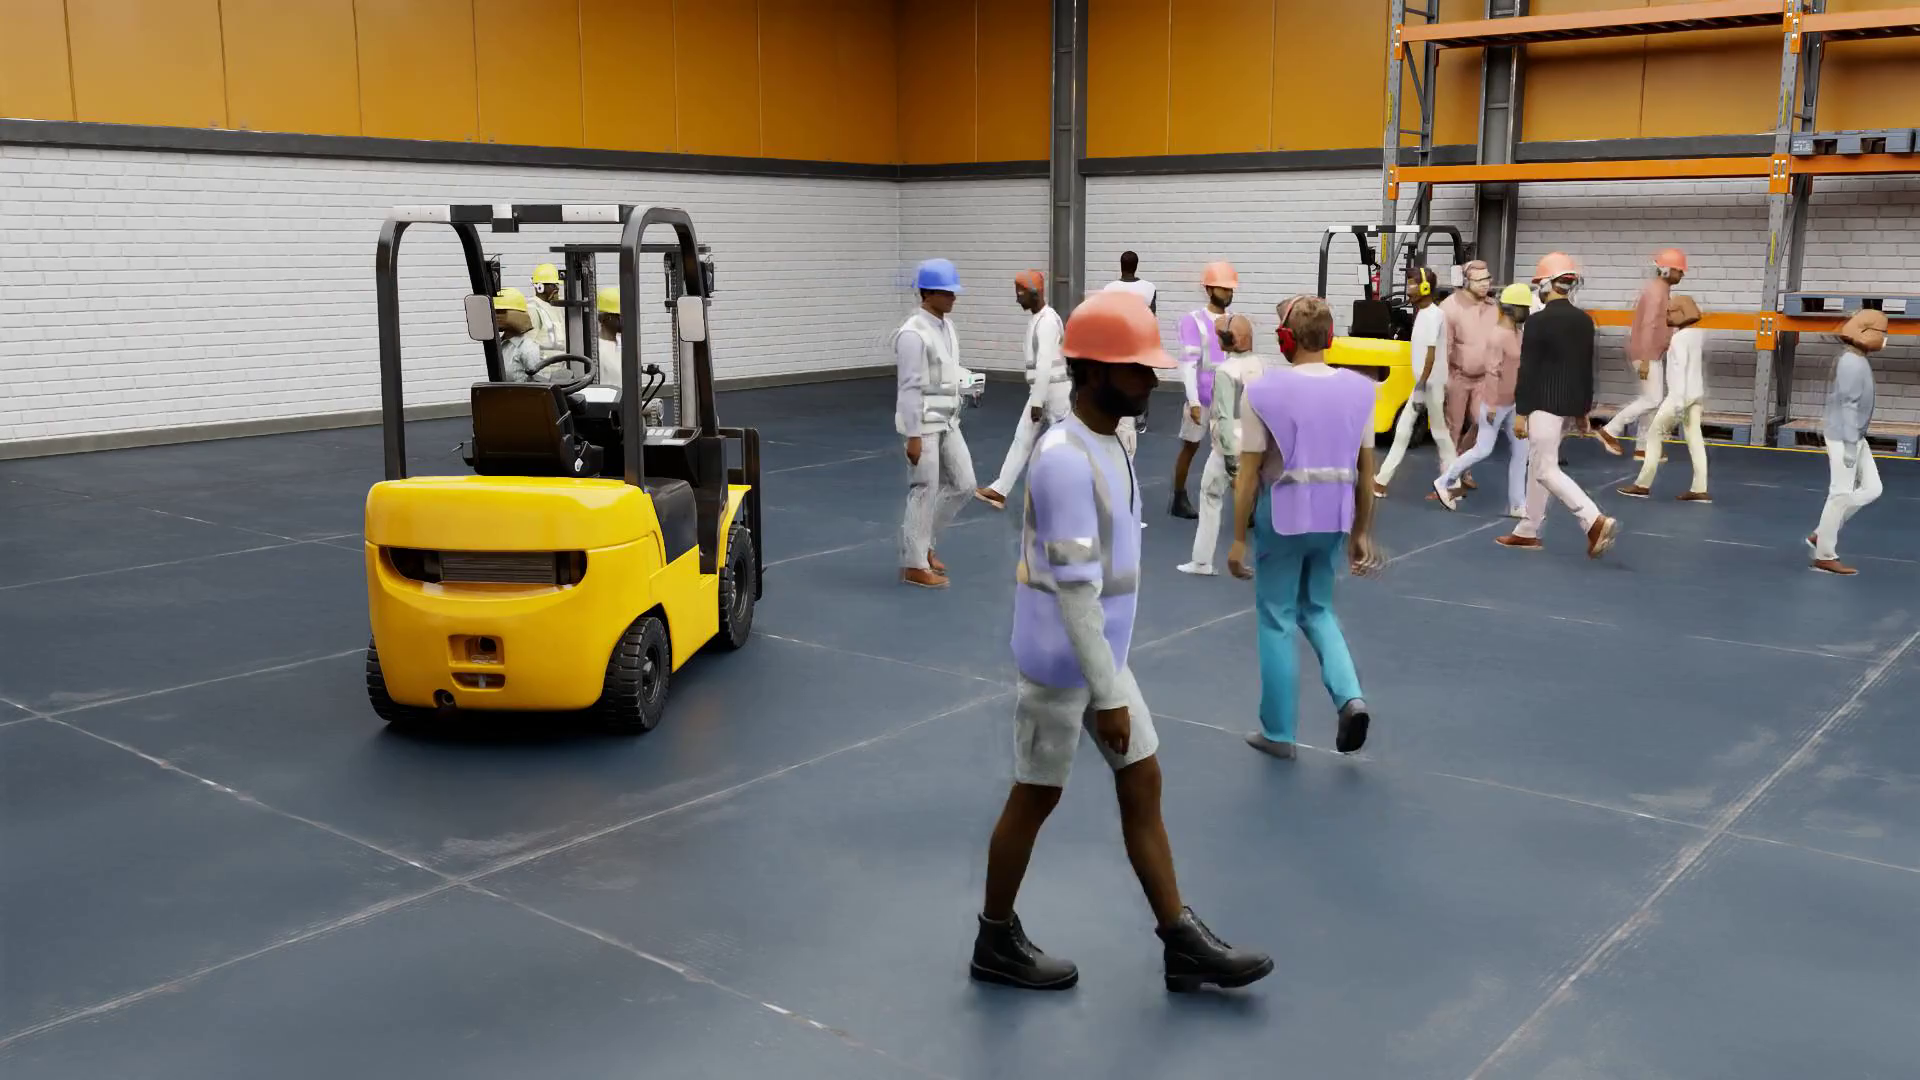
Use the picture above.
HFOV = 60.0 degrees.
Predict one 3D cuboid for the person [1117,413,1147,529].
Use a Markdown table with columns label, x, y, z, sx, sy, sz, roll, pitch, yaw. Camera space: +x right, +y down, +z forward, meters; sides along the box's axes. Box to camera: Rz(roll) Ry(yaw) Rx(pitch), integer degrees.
| label | x | y | z | sx | sy | sz | roll | pitch | yaw |
| --- | --- | --- | --- | --- | --- | --- | --- | --- | --- |
| person | 1.088 | -0.882 | 11.718 | 0.513 | 1.632 | 0.313 | 9 | 14 | 42 |

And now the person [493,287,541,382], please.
| label | x | y | z | sx | sy | sz | roll | pitch | yaw |
| --- | --- | --- | --- | --- | --- | --- | --- | --- | --- |
| person | -2.787 | -0.700 | 10.394 | 0.492 | 1.746 | 0.285 | 10 | 14 | 44 |

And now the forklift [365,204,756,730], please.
| label | x | y | z | sx | sy | sz | roll | pitch | yaw |
| --- | --- | --- | --- | --- | --- | --- | --- | --- | --- |
| forklift | -1.766 | -0.406 | 7.525 | 1.214 | 2.155 | 2.313 | 1 | 10 | 7 |

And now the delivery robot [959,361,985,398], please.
| label | x | y | z | sx | sy | sz | roll | pitch | yaw |
| --- | --- | --- | --- | --- | --- | --- | --- | --- | --- |
| delivery robot | -0.041 | -1.940 | 20.304 | 0.707 | 0.478 | 0.477 | 8 | 13 | 37 |

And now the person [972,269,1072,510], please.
| label | x | y | z | sx | sy | sz | roll | pitch | yaw |
| --- | --- | --- | --- | --- | --- | --- | --- | --- | --- |
| person | 0.592 | -1.107 | 12.452 | 1.021 | 1.812 | 0.649 | -1 | 10 | -7 |

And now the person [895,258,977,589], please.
| label | x | y | z | sx | sy | sz | roll | pitch | yaw |
| --- | --- | --- | --- | --- | --- | --- | --- | --- | --- |
| person | -0.159 | -0.666 | 9.690 | 0.439 | 1.928 | 0.640 | 5 | 11 | 25 |

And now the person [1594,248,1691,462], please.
| label | x | y | z | sx | sy | sz | roll | pitch | yaw |
| --- | --- | --- | --- | --- | --- | --- | --- | --- | --- |
| person | 6.285 | -1.681 | 15.224 | 0.641 | 1.964 | 0.654 | 7 | 12 | 32 |

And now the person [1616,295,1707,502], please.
| label | x | y | z | sx | sy | sz | roll | pitch | yaw |
| --- | --- | --- | --- | --- | --- | --- | --- | --- | --- |
| person | 5.564 | -1.106 | 13.042 | 0.505 | 1.604 | 0.752 | -9 | 14 | -42 |

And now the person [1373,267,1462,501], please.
| label | x | y | z | sx | sy | sz | roll | pitch | yaw |
| --- | --- | --- | --- | --- | --- | --- | --- | --- | --- |
| person | 3.544 | -1.195 | 12.945 | 0.926 | 1.818 | 0.556 | 0 | 10 | 0 |

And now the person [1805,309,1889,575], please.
| label | x | y | z | sx | sy | sz | roll | pitch | yaw |
| --- | --- | --- | --- | --- | --- | --- | --- | --- | --- |
| person | 5.442 | -0.591 | 10.118 | 0.364 | 1.617 | 0.531 | 7 | 12 | 33 |

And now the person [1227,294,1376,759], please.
| label | x | y | z | sx | sy | sz | roll | pitch | yaw |
| --- | --- | --- | --- | --- | --- | --- | --- | --- | --- |
| person | 1.344 | -0.025 | 6.437 | 0.576 | 1.831 | 0.488 | -4 | 11 | -20 |

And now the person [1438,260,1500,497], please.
| label | x | y | z | sx | sy | sz | roll | pitch | yaw |
| --- | --- | --- | --- | --- | --- | --- | --- | --- | --- |
| person | 4.000 | -1.270 | 13.199 | 0.664 | 1.884 | 0.475 | -5 | 11 | -24 |

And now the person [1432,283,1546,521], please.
| label | x | y | z | sx | sy | sz | roll | pitch | yaw |
| --- | --- | --- | --- | --- | --- | --- | --- | --- | --- |
| person | 3.924 | -1.026 | 12.257 | 0.530 | 1.733 | 0.818 | -10 | 14 | -44 |

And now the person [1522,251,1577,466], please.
| label | x | y | z | sx | sy | sz | roll | pitch | yaw |
| --- | --- | --- | --- | --- | --- | --- | --- | --- | --- |
| person | 5.314 | -1.623 | 14.985 | 0.546 | 1.936 | 0.369 | -4 | 11 | -20 |

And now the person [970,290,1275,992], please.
| label | x | y | z | sx | sy | sz | roll | pitch | yaw |
| --- | --- | --- | --- | --- | --- | --- | --- | --- | --- |
| person | 0.422 | 0.313 | 4.347 | 0.912 | 1.897 | 0.569 | 4 | 11 | 20 |

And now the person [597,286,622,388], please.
| label | x | y | z | sx | sy | sz | roll | pitch | yaw |
| --- | --- | --- | --- | --- | --- | --- | --- | --- | --- |
| person | -2.236 | -0.722 | 10.491 | 0.495 | 1.746 | 0.547 | 2 | 10 | 11 |

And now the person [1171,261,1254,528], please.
| label | x | y | z | sx | sy | sz | roll | pitch | yaw |
| --- | --- | --- | --- | --- | --- | --- | --- | --- | --- |
| person | 1.825 | -1.031 | 11.867 | 0.561 | 1.881 | 1.020 | -5 | 11 | -26 |

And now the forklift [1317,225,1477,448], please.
| label | x | y | z | sx | sy | sz | roll | pitch | yaw |
| --- | --- | --- | --- | --- | --- | --- | --- | --- | --- |
| forklift | 4.449 | -2.115 | 16.993 | 1.214 | 2.155 | 2.313 | 8 | 13 | 38 |

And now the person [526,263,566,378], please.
| label | x | y | z | sx | sy | sz | roll | pitch | yaw |
| --- | --- | --- | --- | --- | --- | --- | --- | --- | --- |
| person | -3.709 | -1.564 | 14.972 | 0.403 | 1.826 | 0.590 | 1 | 10 | 7 |

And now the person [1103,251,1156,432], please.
| label | x | y | z | sx | sy | sz | roll | pitch | yaw |
| --- | --- | --- | --- | --- | --- | --- | --- | --- | --- |
| person | 1.784 | -2.082 | 17.570 | 0.587 | 1.920 | 0.391 | -2 | 10 | -10 |

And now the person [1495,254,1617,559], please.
| label | x | y | z | sx | sy | sz | roll | pitch | yaw |
| --- | --- | --- | --- | --- | --- | --- | --- | --- | --- |
| person | 3.880 | -0.845 | 10.665 | 0.619 | 1.962 | 0.896 | -8 | 13 | -36 |

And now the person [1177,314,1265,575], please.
| label | x | y | z | sx | sy | sz | roll | pitch | yaw |
| --- | --- | --- | --- | --- | --- | --- | --- | --- | --- |
| person | 1.707 | -0.546 | 9.932 | 0.786 | 1.607 | 0.510 | 9 | 14 | 42 |
